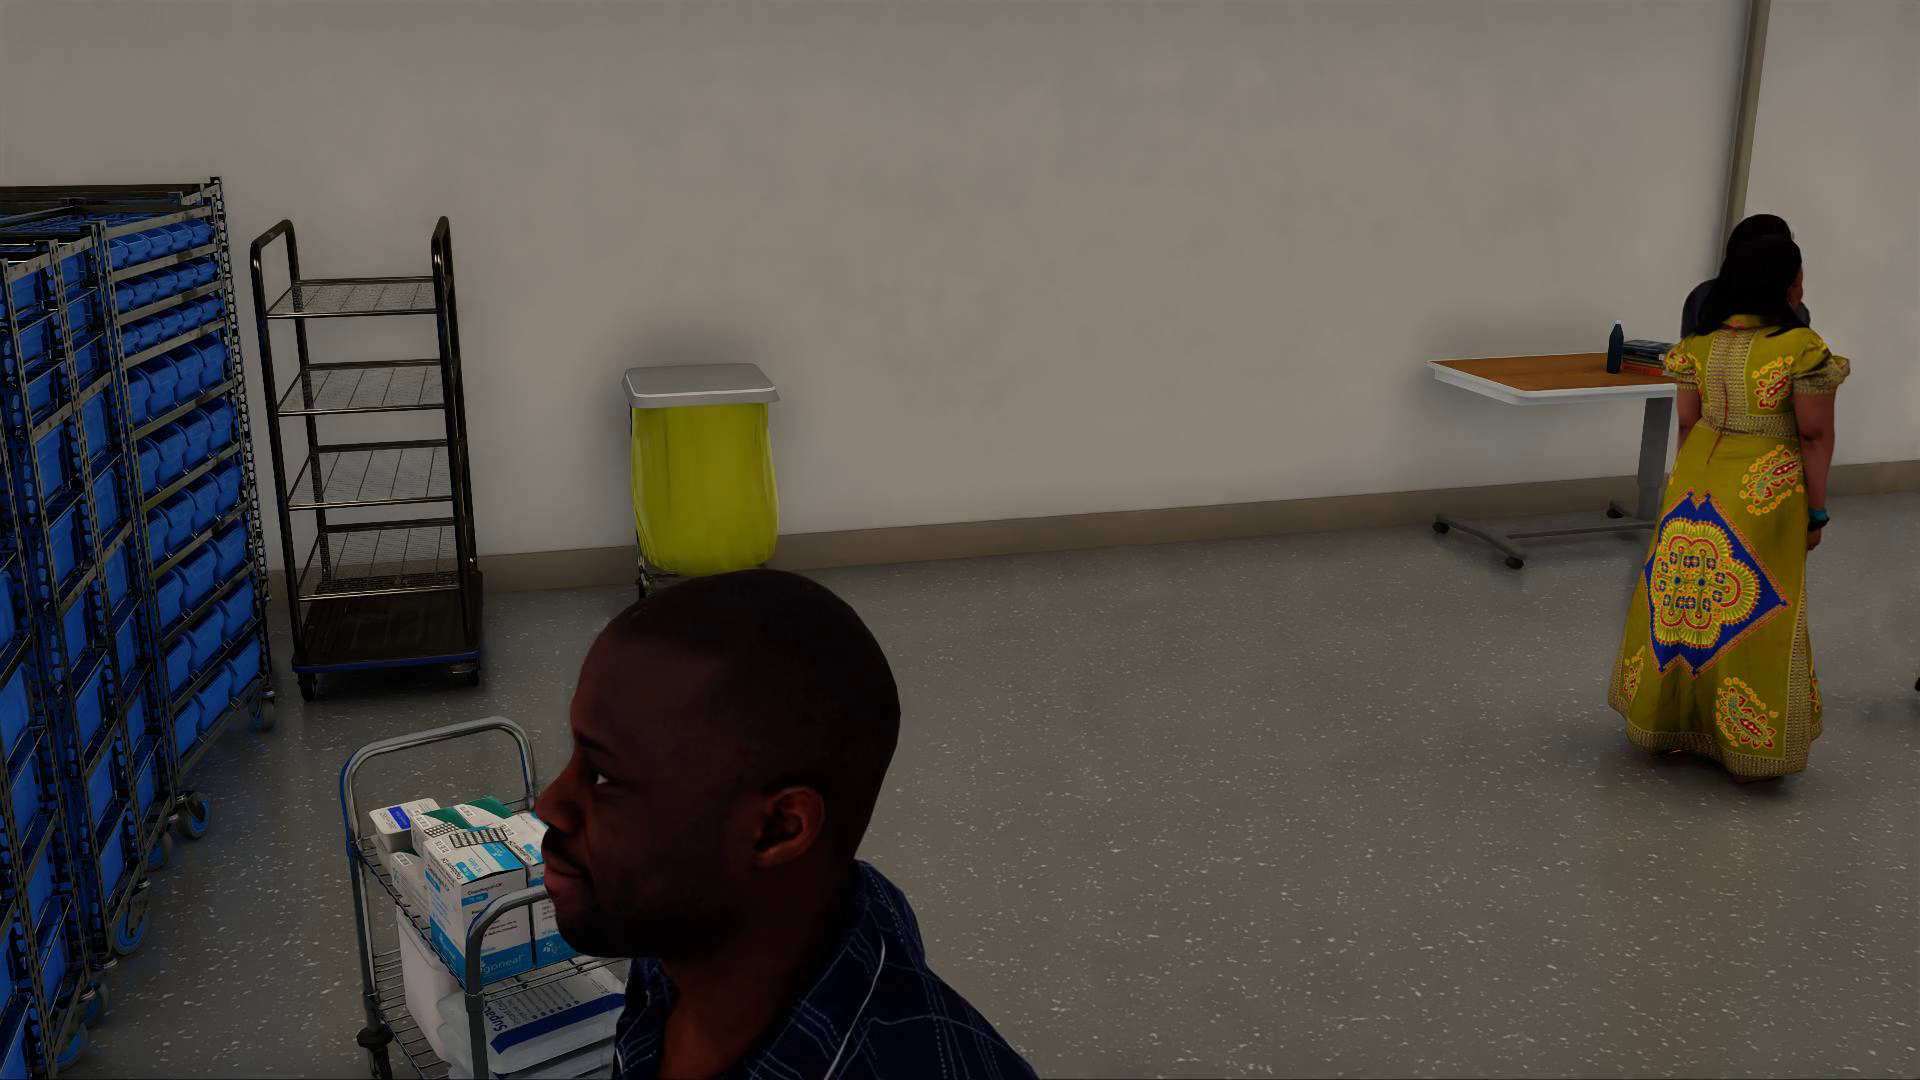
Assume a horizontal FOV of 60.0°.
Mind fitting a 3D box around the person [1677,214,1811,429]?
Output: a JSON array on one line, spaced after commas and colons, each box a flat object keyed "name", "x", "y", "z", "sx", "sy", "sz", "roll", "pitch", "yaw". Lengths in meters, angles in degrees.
[{"name": "person", "x": 2.998, "y": -0.445, "z": 6.409, "sx": 0.748, "sy": 1.597, "sz": 0.745, "roll": -9, "pitch": 18, "yaw": -29}]

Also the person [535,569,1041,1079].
[{"name": "person", "x": -0.125, "y": 0.888, "z": 1.261, "sx": 0.657, "sy": 1.823, "sz": 0.713, "roll": -8, "pitch": 18, "yaw": -26}]

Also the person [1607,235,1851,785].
[{"name": "person", "x": 2.366, "y": -0.094, "z": 5.046, "sx": 0.958, "sy": 1.660, "sz": 0.977, "roll": -12, "pitch": 20, "yaw": -37}]
